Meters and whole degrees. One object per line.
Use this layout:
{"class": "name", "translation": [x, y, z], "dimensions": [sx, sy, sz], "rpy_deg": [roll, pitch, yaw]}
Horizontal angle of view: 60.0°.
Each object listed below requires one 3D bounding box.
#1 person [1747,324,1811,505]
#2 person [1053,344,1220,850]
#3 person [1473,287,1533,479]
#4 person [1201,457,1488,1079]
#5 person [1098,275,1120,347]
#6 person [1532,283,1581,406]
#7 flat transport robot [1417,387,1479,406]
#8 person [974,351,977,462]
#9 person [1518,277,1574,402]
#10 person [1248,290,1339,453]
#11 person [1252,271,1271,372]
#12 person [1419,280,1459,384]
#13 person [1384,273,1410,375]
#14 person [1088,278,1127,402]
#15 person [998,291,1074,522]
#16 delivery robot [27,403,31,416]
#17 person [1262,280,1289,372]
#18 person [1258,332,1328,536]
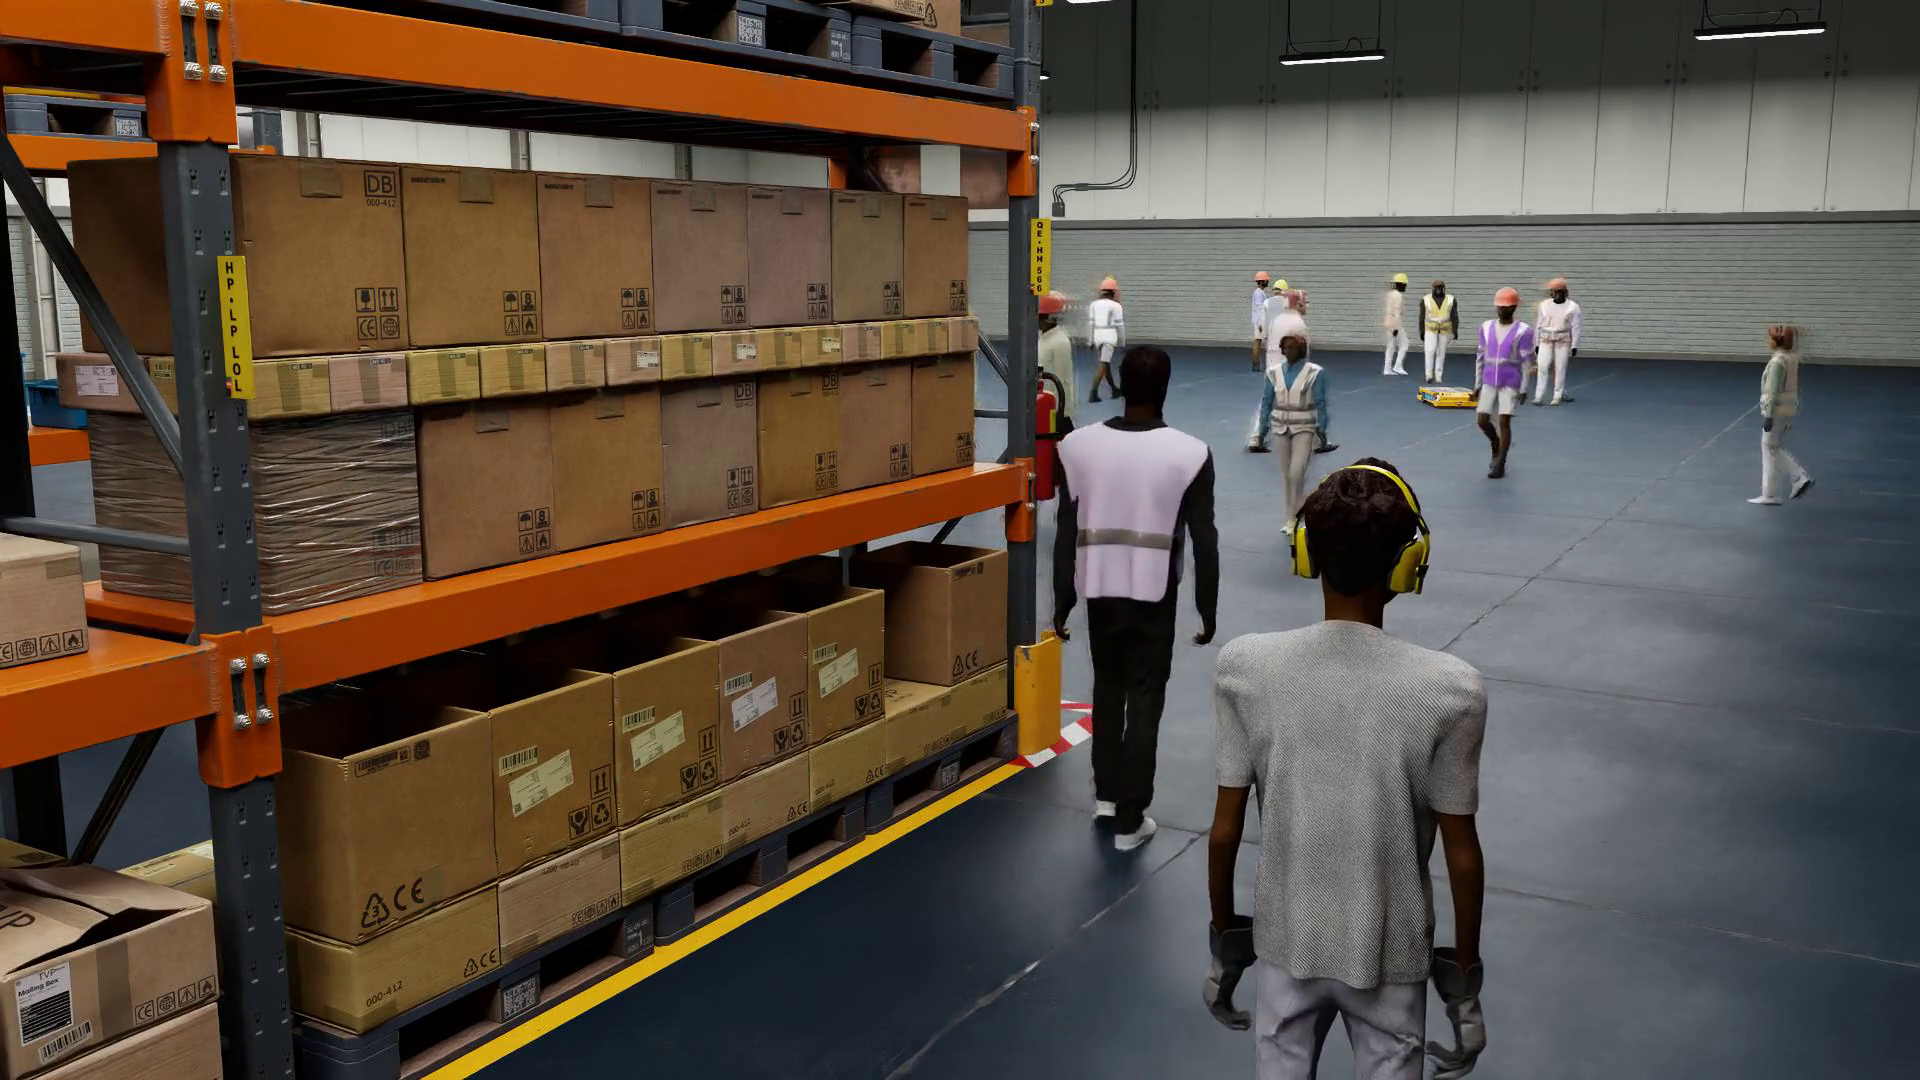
{"class": "person", "translation": [7.318, -1.110, 14.828], "dimensions": [0.413, 1.625, 0.528], "rpy_deg": [9, 13, 41]}
{"class": "person", "translation": [0.682, 0.220, 6.346], "dimensions": [0.618, 1.871, 0.591], "rpy_deg": [4, 10, 22]}
{"class": "person", "translation": [5.467, -1.584, 16.759], "dimensions": [0.570, 1.924, 0.503], "rpy_deg": [8, 12, 38]}
{"class": "person", "translation": [0.707, 0.780, 3.072], "dimensions": [0.530, 1.871, 0.323], "rpy_deg": [4, 11, 23]}
{"class": "person", "translation": [3.649, -5.596, 40.709], "dimensions": [0.533, 1.767, 0.325], "rpy_deg": [3, 10, 15]}
{"class": "person", "translation": [8.818, -2.887, 24.663], "dimensions": [0.660, 1.822, 0.713], "rpy_deg": [6, 12, 33]}
{"class": "flat transport robot", "translation": [7.332, -2.156, 24.934], "dimensions": [0.652, 0.197, 1.431], "rpy_deg": [1, 10, 4]}
{"class": "person", "translation": [-0.094, -1.170, 14.754], "dimensions": [0.602, 1.788, 0.924], "rpy_deg": [7, 12, 36]}
{"class": "person", "translation": [9.011, -3.073, 25.536], "dimensions": [0.551, 1.913, 0.890], "rpy_deg": [-8, 12, -38]}
{"class": "person", "translation": [3.739, -1.888, 18.757], "dimensions": [1.015, 1.852, 0.657], "rpy_deg": [-3, 10, -15]}
{"class": "person", "translation": [5.795, -4.204, 32.043], "dimensions": [0.350, 1.942, 0.545], "rpy_deg": [1, 10, 9]}
{"class": "person", "translation": [8.390, -3.634, 29.128], "dimensions": [0.648, 1.799, 0.927], "rpy_deg": [1, 10, 9]}
{"class": "person", "translation": [8.222, -4.022, 31.094], "dimensions": [0.578, 1.908, 0.587], "rpy_deg": [0, 10, -1]}
{"class": "person", "translation": [2.286, -3.065, 25.550], "dimensions": [0.562, 1.876, 1.016], "rpy_deg": [8, 13, 40]}
{"class": "person", "translation": [0.842, -1.116, 13.973], "dimensions": [0.984, 1.947, 0.617], "rpy_deg": [-1, 10, -8]}
{"class": "delivery robot", "translation": [-10.795, -1.401, 19.414], "dimensions": [0.477, 0.478, 0.707], "rpy_deg": [4, 11, 22]}
{"class": "person", "translation": [5.451, -3.525, 28.414], "dimensions": [0.586, 1.824, 0.403], "rpy_deg": [7, 12, 34]}
{"class": "person", "translation": [2.621, -0.841, 13.263], "dimensions": [0.546, 1.617, 0.590], "rpy_deg": [7, 12, 35]}
